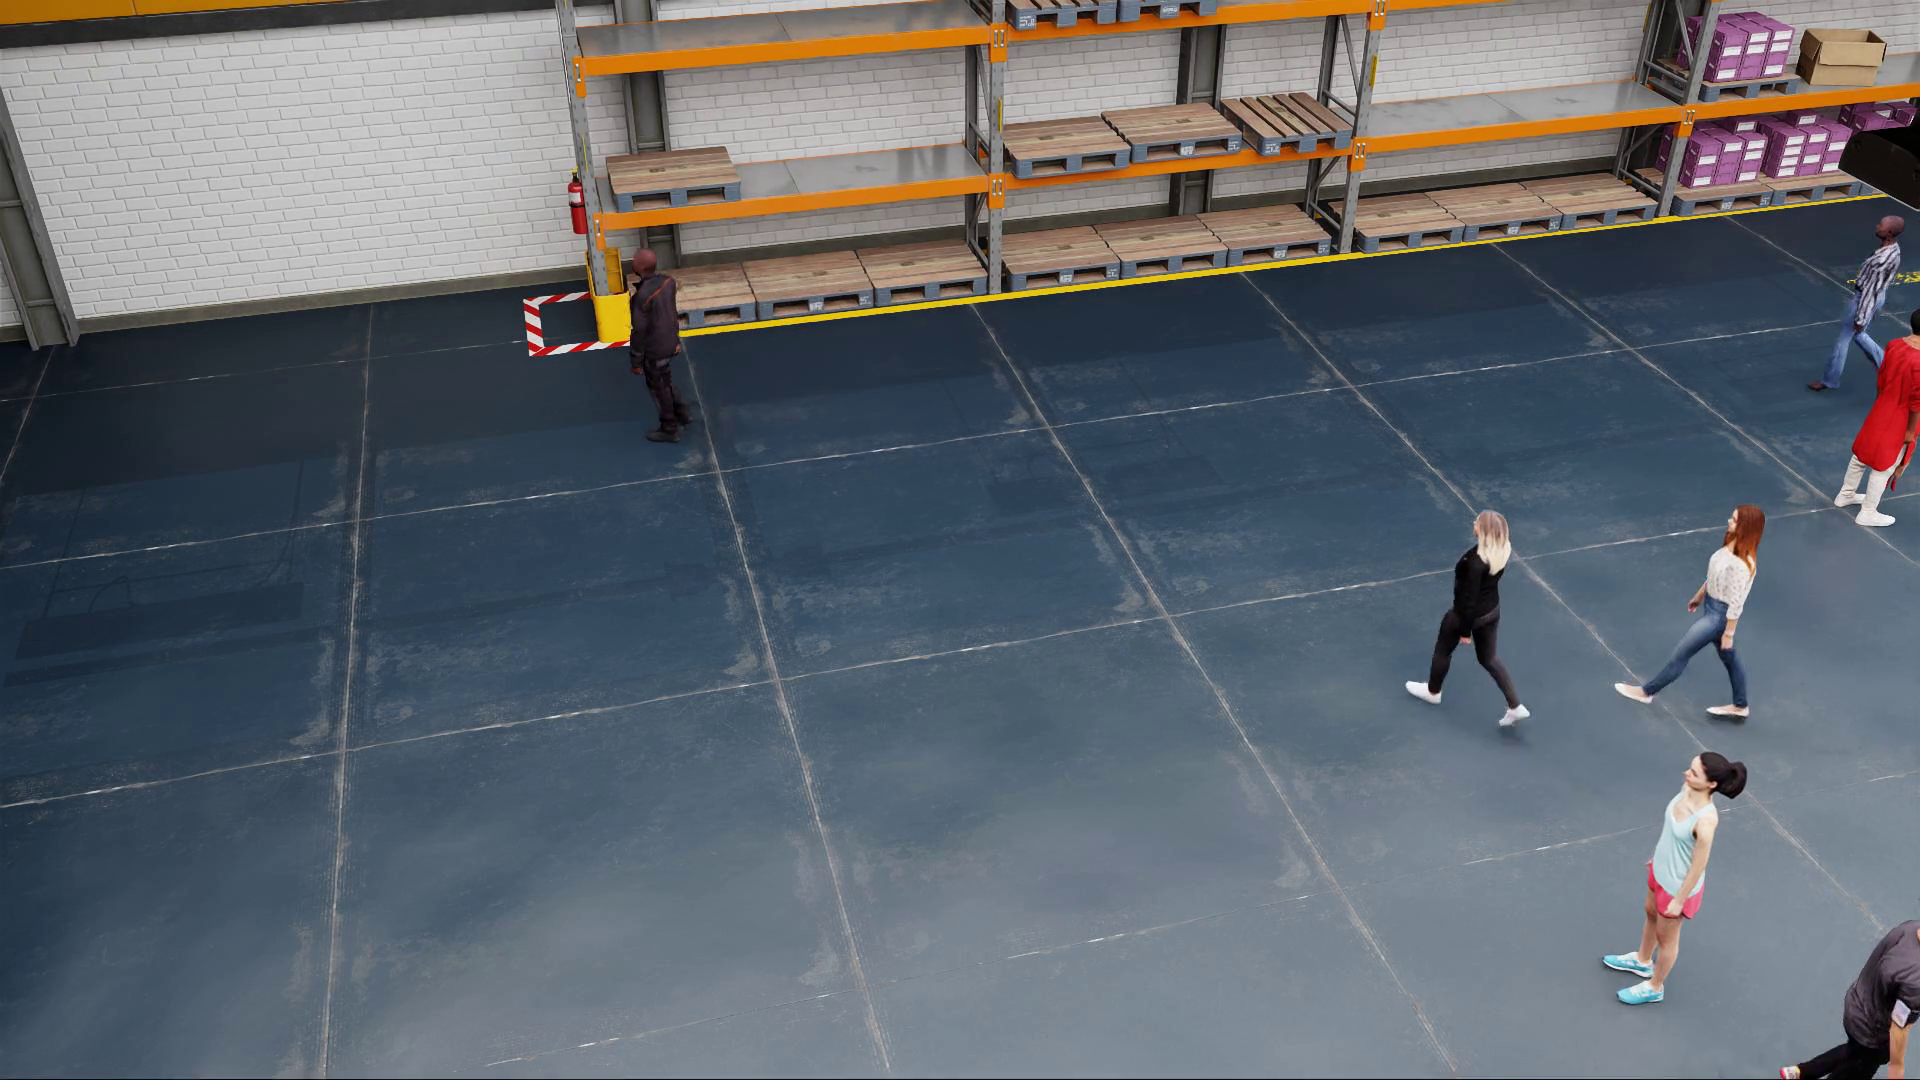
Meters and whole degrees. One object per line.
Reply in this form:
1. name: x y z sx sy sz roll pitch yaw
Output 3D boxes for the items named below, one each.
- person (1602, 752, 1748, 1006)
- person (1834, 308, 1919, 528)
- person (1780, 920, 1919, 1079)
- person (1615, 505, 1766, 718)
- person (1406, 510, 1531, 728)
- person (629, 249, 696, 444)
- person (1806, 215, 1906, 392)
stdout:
1. person: 3.930 1.852 9.145 0.687 1.765 0.667 3 34 5
2. person: 7.482 -1.010 13.343 0.630 1.884 0.707 -4 34 -6
3. person: 4.509 2.393 8.356 0.935 1.737 0.878 13 36 19
4. person: 5.209 0.531 11.211 1.190 1.678 1.021 11 35 16
5. person: 3.552 0.552 11.197 1.132 1.658 1.013 -27 42 -34
6. person: -2.530 -1.651 14.369 0.887 1.817 0.849 10 35 14
7. person: 8.277 -2.072 15.039 1.013 1.776 1.011 24 40 31
